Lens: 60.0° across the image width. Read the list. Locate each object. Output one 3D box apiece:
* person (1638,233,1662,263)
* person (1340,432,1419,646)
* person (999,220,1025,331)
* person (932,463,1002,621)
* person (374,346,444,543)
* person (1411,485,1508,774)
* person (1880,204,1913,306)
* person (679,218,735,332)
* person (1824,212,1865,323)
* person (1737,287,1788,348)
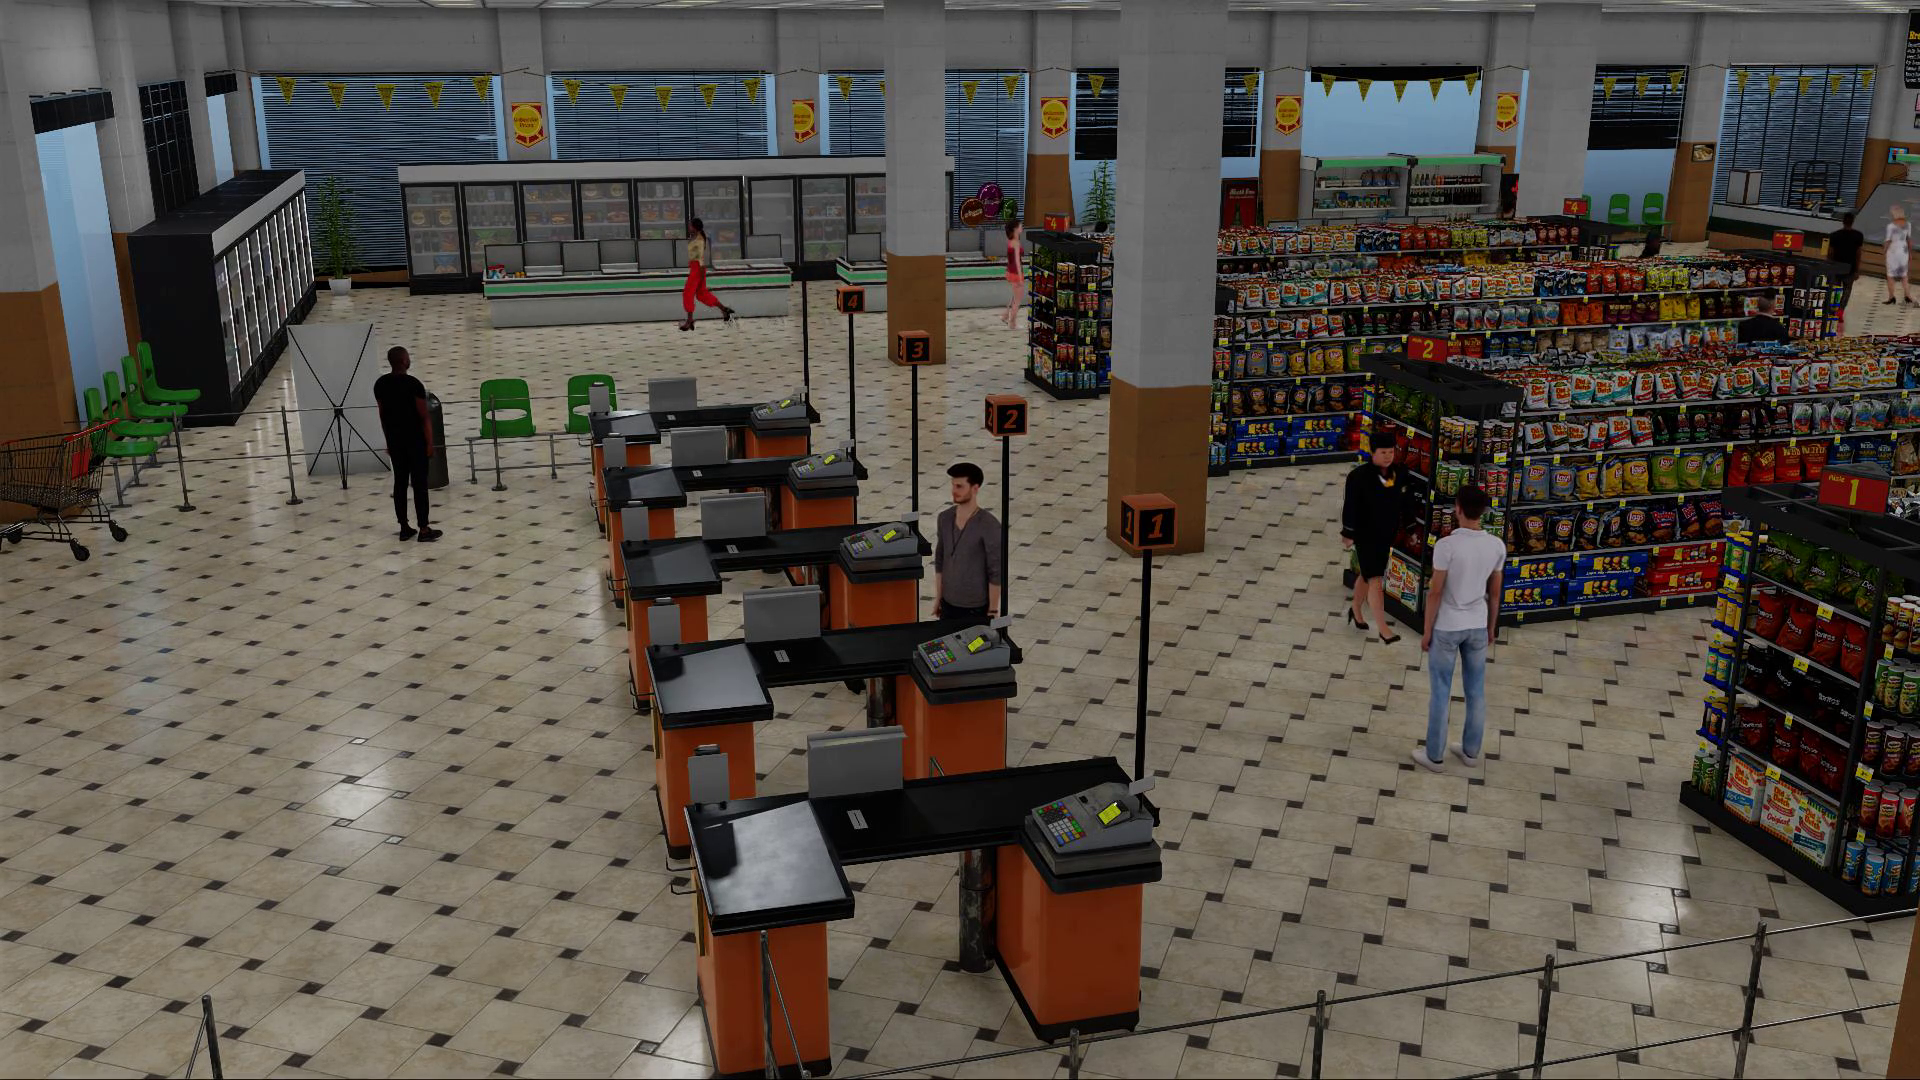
[{"bbox_3d":[9.876,-3.551,24.170,1.027,1.792,0.993,-14,22,-39],"label":"person"},{"bbox_3d":[3.175,-0.028,12.847,0.993,1.630,0.770,-5,18,-17],"label":"person"},{"bbox_3d":[0.792,-4.191,26.370,0.651,1.739,0.573,-5,18,-17],"label":"person"},{"bbox_3d":[0.055,0.412,10.925,0.766,1.903,0.778,14,22,38],"label":"person"},{"bbox_3d":[-5.106,-0.888,15.354,0.686,1.819,0.810,5,17,15],"label":"person"},{"bbox_3d":[3.168,0.563,10.519,0.464,1.851,0.689,-4,17,-14],"label":"person"},{"bbox_3d":[16.285,-4.916,28.799,0.665,1.713,0.872,4,17,13],"label":"person"},{"bbox_3d":[-4.048,-4.177,26.287,1.102,1.760,0.585,-4,17,-13],"label":"person"},{"bbox_3d":[14.224,-4.351,26.806,0.771,1.792,0.837,9,19,27],"label":"person"},{"bbox_3d":[8.561,-1.741,18.001,1.286,1.913,0.891,-9,19,-27],"label":"person"}]
